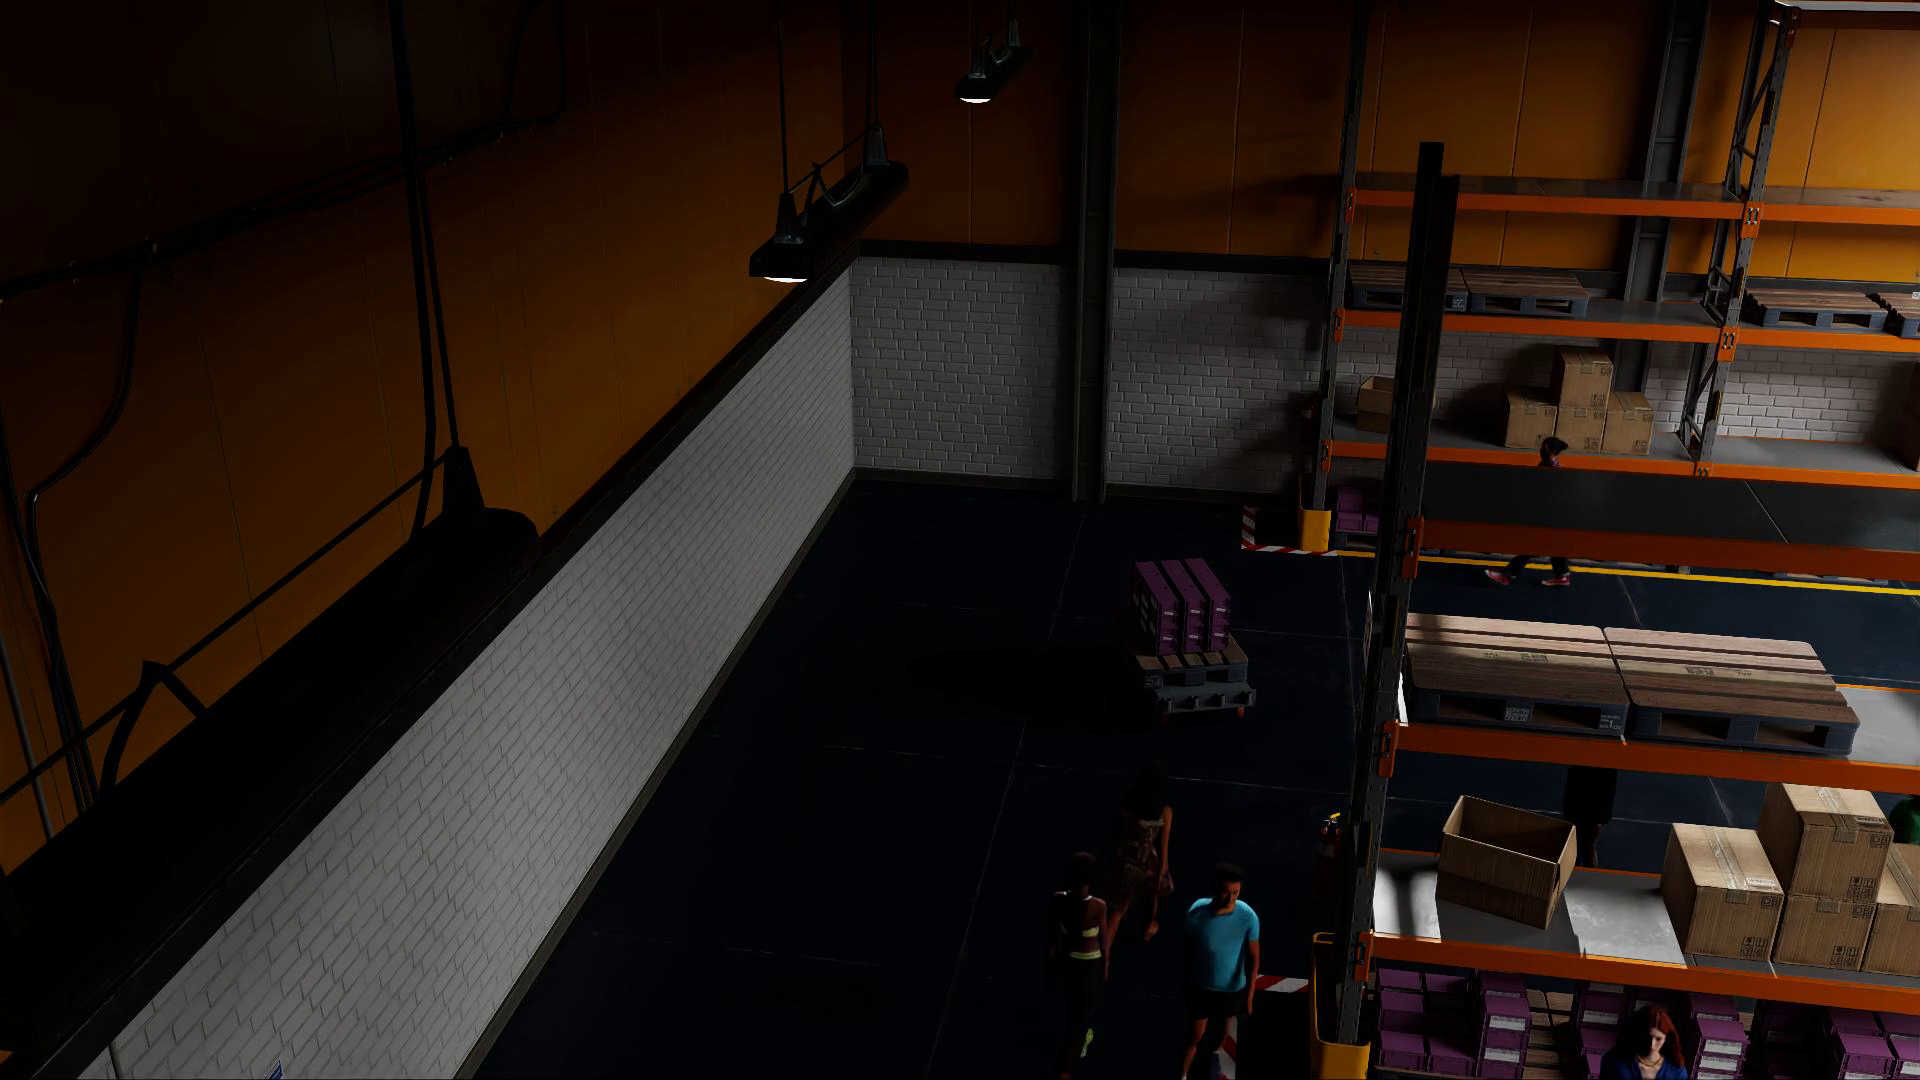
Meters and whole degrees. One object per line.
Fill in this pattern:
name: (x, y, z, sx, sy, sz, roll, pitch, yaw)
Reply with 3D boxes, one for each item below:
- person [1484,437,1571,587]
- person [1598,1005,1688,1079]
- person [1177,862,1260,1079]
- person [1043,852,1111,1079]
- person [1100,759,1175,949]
person: (6.284, -0.257, 17.647, 1.141, 1.720, 0.723, 6, 24, 12)
person: (3.722, 3.349, 9.260, 0.519, 1.829, 0.683, 6, 24, 13)
person: (1.649, 2.786, 10.641, 0.758, 1.754, 0.703, 5, 24, 11)
person: (0.726, 2.835, 10.584, 1.155, 1.711, 0.879, 12, 26, 26)
person: (1.235, 2.375, 11.784, 1.206, 1.593, 0.918, 10, 26, 23)
